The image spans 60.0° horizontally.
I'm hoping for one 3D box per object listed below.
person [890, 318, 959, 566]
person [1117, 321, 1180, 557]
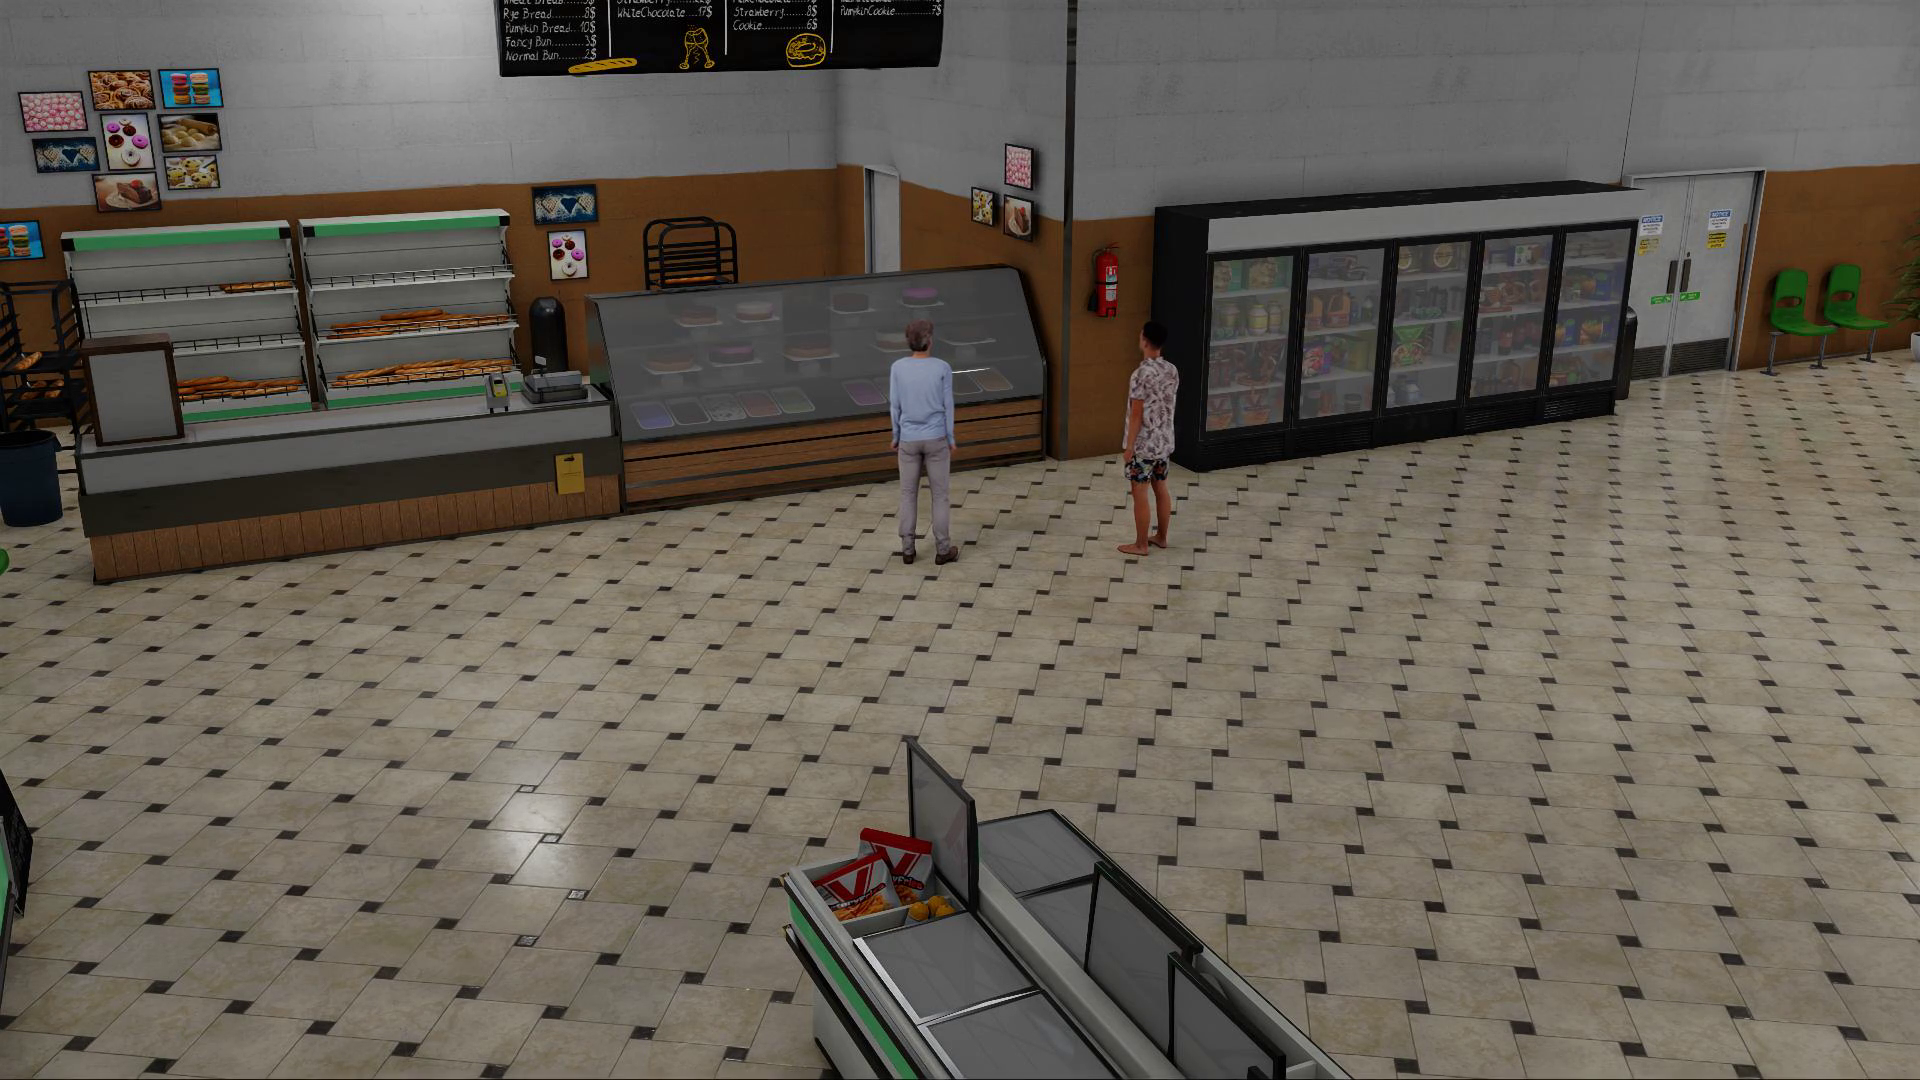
[{"bbox_3d":[-0.279,-0.744,12.619,0.755,1.893,0.780,4,19,11],"label":"person"},{"bbox_3d":[1.477,-0.786,12.865,0.733,1.815,0.679,-17,25,-41],"label":"person"}]
